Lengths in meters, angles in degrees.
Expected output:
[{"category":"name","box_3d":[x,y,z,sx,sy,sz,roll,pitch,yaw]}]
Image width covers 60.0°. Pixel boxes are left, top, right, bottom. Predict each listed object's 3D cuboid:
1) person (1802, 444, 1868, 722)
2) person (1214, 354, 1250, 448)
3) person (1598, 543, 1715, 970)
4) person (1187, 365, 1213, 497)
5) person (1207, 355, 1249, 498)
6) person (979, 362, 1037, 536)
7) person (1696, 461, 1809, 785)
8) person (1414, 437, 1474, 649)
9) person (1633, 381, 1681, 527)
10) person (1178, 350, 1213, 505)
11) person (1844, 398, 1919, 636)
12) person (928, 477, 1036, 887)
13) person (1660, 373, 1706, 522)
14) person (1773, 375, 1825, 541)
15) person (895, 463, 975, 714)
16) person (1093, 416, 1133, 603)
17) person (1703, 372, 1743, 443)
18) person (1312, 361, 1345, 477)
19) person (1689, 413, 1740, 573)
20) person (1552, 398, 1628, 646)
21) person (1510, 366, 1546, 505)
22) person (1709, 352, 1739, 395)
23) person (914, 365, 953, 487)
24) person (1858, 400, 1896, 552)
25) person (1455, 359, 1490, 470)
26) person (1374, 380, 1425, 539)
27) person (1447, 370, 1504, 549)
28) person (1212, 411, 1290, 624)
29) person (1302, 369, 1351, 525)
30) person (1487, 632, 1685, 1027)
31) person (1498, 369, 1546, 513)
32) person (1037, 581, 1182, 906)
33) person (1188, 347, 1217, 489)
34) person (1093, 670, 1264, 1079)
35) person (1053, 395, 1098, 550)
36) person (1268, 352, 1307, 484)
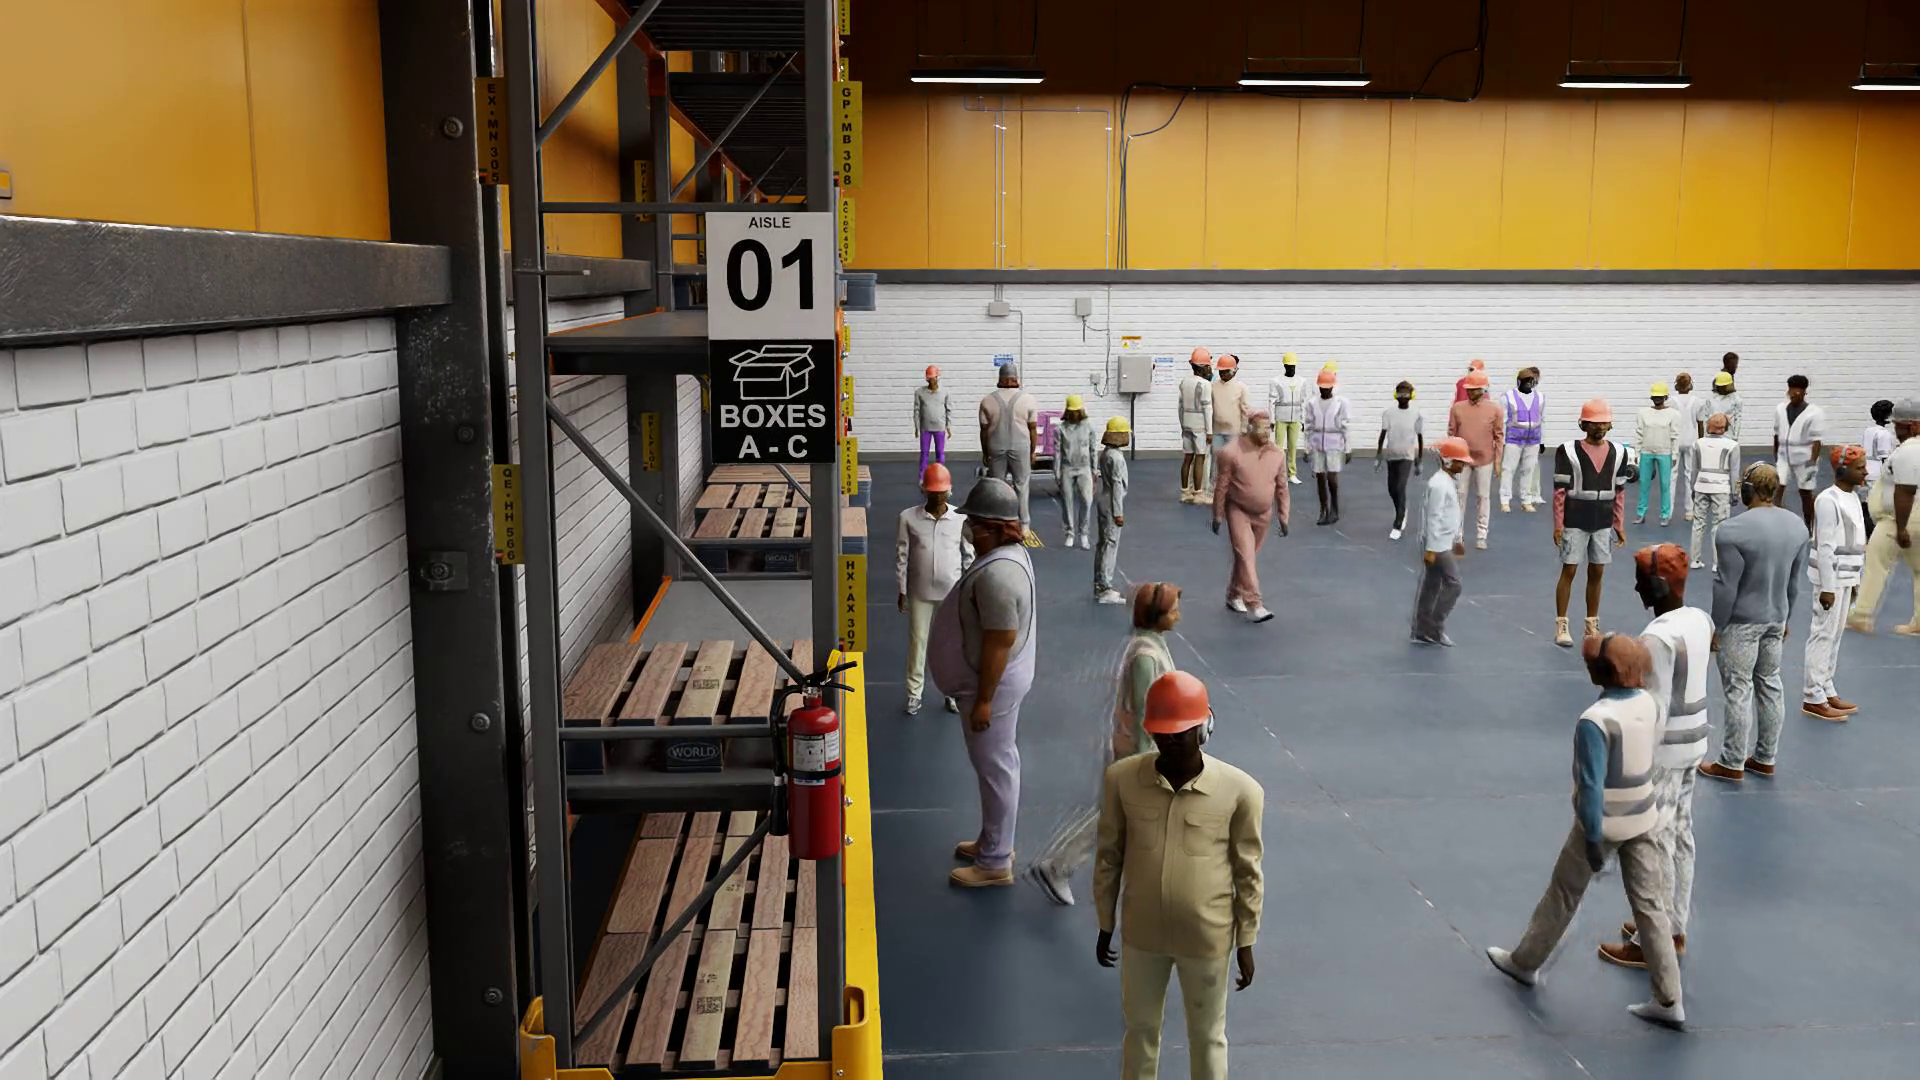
[{"category":"person","box_3d":[6.019,0.285,11.411,0.356,1.886,0.574,8,12,41]},{"category":"person","box_3d":[3.664,-1.550,22.679,0.613,1.965,0.361,5,11,30]},{"category":"person","box_3d":[3.065,0.942,7.285,0.354,1.887,0.572,8,12,43]},{"category":"person","box_3d":[3.295,-1.475,22.638,0.349,1.837,0.502,-8,12,-43]},{"category":"person","box_3d":[3.514,-1.457,22.027,0.609,1.988,0.392,5,10,28]},{"category":"person","box_3d":[0.575,-1.069,19.432,0.680,2.000,0.535,2,9,9]},{"category":"person","box_3d":[4.722,0.494,9.935,0.631,1.940,0.372,-3,10,-21]},{"category":"person","box_3d":[3.947,0.020,13.550,0.485,1.724,0.591,3,10,20]},{"category":"person","box_3d":[8.426,-1.041,20.144,0.520,1.757,0.343,7,11,37]},{"category":"person","box_3d":[3.160,-1.489,22.062,0.391,2.040,0.615,-5,10,-30]},{"category":"person","box_3d":[7.869,-0.208,14.021,0.689,2.000,0.851,-6,11,-34]},{"category":"person","box_3d":[0.107,0.698,8.332,0.538,2.000,0.684,1,9,5]},{"category":"person","box_3d":[8.885,-1.138,20.495,0.506,1.839,0.343,2,9,14]},{"category":"person","box_3d":[9.339,-0.896,18.717,0.963,1.914,0.644,-6,11,-32]},{"category":"person","box_3d":[-0.170,0.337,11.505,0.562,1.749,0.334,-1,9,-3]},{"category":"person","box_3d":[1.432,-0.284,15.467,0.346,1.738,0.485,-1,9,-7]},{"category":"person","box_3d":[10.282,-1.404,22.493,0.485,1.736,0.308,8,12,39]},{"category":"person","box_3d":[5.528,-1.810,24.969,0.528,1.761,0.340,-1,9,-7]},{"category":"person","box_3d":[7.711,-0.481,17.028,0.312,1.634,0.514,-7,11,-36]},{"category":"person","box_3d":[5.150,-0.142,13.598,0.605,2.045,0.377,-1,9,-3]},{"category":"person","box_3d":[7.587,-1.424,22.338,0.516,1.831,0.966,-1,9,-5]},{"category":"person","box_3d":[11.399,-1.866,24.912,0.430,1.895,0.621,9,12,43]},{"category":"person","box_3d":[-0.388,-1.634,23.875,0.564,1.752,0.340,1,9,5]},{"category":"person","box_3d":[9.923,-0.671,18.006,0.318,1.697,0.533,1,9,4]},{"category":"person","box_3d":[8.031,-1.960,25.982,0.583,1.729,0.593,-7,11,-36]},{"category":"person","box_3d":[5.156,-0.963,19.434,0.527,1.835,0.881,6,11,32]},{"category":"person","box_3d":[5.701,-0.888,18.454,0.613,1.988,0.398,5,10,29]},{"category":"person","box_3d":[2.586,-0.211,14.648,0.654,1.846,1.010,-3,10,-19]},{"category":"person","box_3d":[4.416,-1.112,20.090,0.585,1.908,0.458,5,10,30]},{"category":"person","box_3d":[2.651,1.157,6.858,0.519,1.592,0.847,-6,11,-33]},{"category":"person","box_3d":[7.181,-1.258,21.241,0.632,1.842,0.429,-1,9,-4]},{"category":"person","box_3d":[0.791,0.979,7.918,0.788,1.606,0.528,2,9,14]},{"category":"person","box_3d":[3.373,-1.676,23.278,0.409,2.035,0.614,5,10,29]},{"category":"person","box_3d":[0.713,1.287,5.529,0.572,1.750,0.330,3,10,20]},{"category":"person","box_3d":[1.278,-0.749,18.433,0.503,1.712,0.660,0,9,1]},{"category":"person","box_3d":[4.765,-1.765,24.153,0.587,1.927,0.367,-2,9,-15]}]
